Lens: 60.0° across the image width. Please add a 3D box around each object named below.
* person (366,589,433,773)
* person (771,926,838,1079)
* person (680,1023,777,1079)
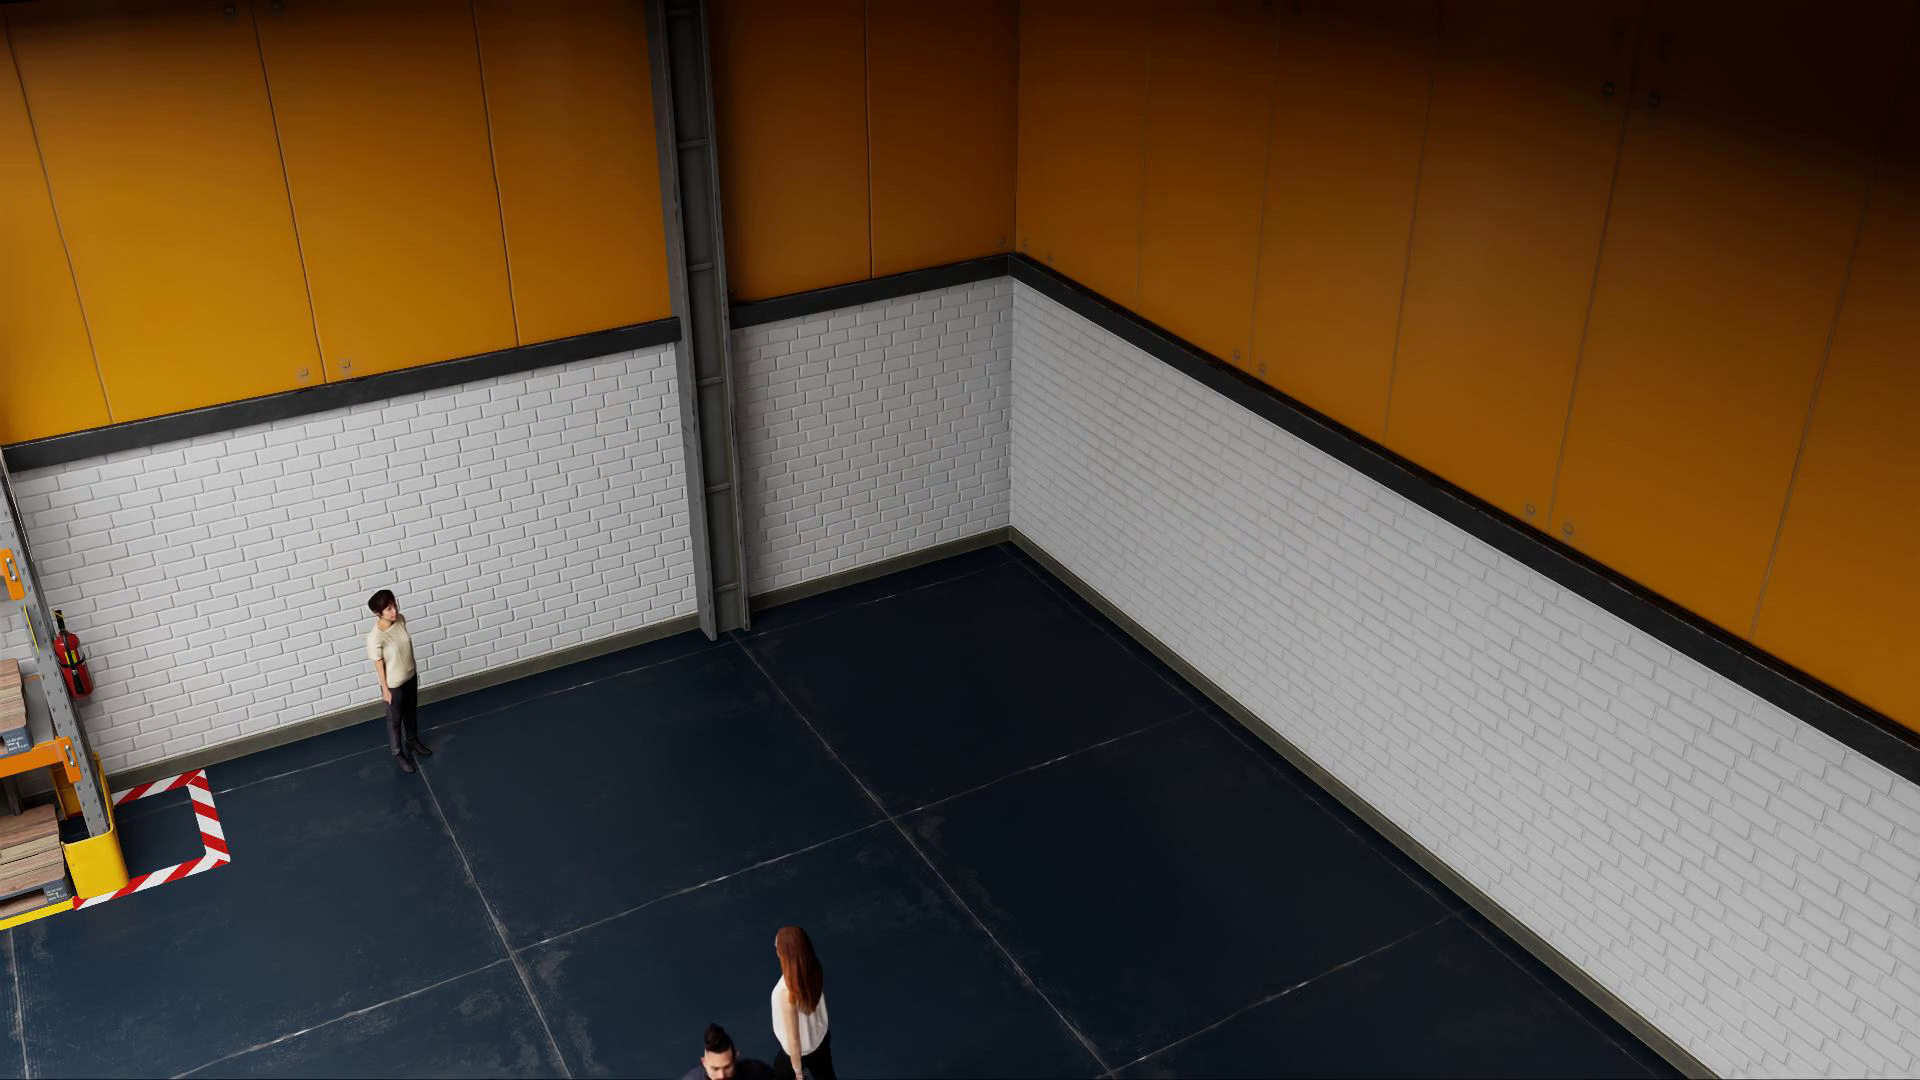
[{"bbox_3d":[-4.466,1.095,13.208,0.706,1.588,0.627,9,30,17],"label":"person"},{"bbox_3d":[-0.824,2.956,9.696,0.999,1.685,1.047,14,32,24],"label":"person"},{"bbox_3d":[-1.239,3.260,8.973,0.949,1.842,0.926,-10,30,-18],"label":"person"}]
